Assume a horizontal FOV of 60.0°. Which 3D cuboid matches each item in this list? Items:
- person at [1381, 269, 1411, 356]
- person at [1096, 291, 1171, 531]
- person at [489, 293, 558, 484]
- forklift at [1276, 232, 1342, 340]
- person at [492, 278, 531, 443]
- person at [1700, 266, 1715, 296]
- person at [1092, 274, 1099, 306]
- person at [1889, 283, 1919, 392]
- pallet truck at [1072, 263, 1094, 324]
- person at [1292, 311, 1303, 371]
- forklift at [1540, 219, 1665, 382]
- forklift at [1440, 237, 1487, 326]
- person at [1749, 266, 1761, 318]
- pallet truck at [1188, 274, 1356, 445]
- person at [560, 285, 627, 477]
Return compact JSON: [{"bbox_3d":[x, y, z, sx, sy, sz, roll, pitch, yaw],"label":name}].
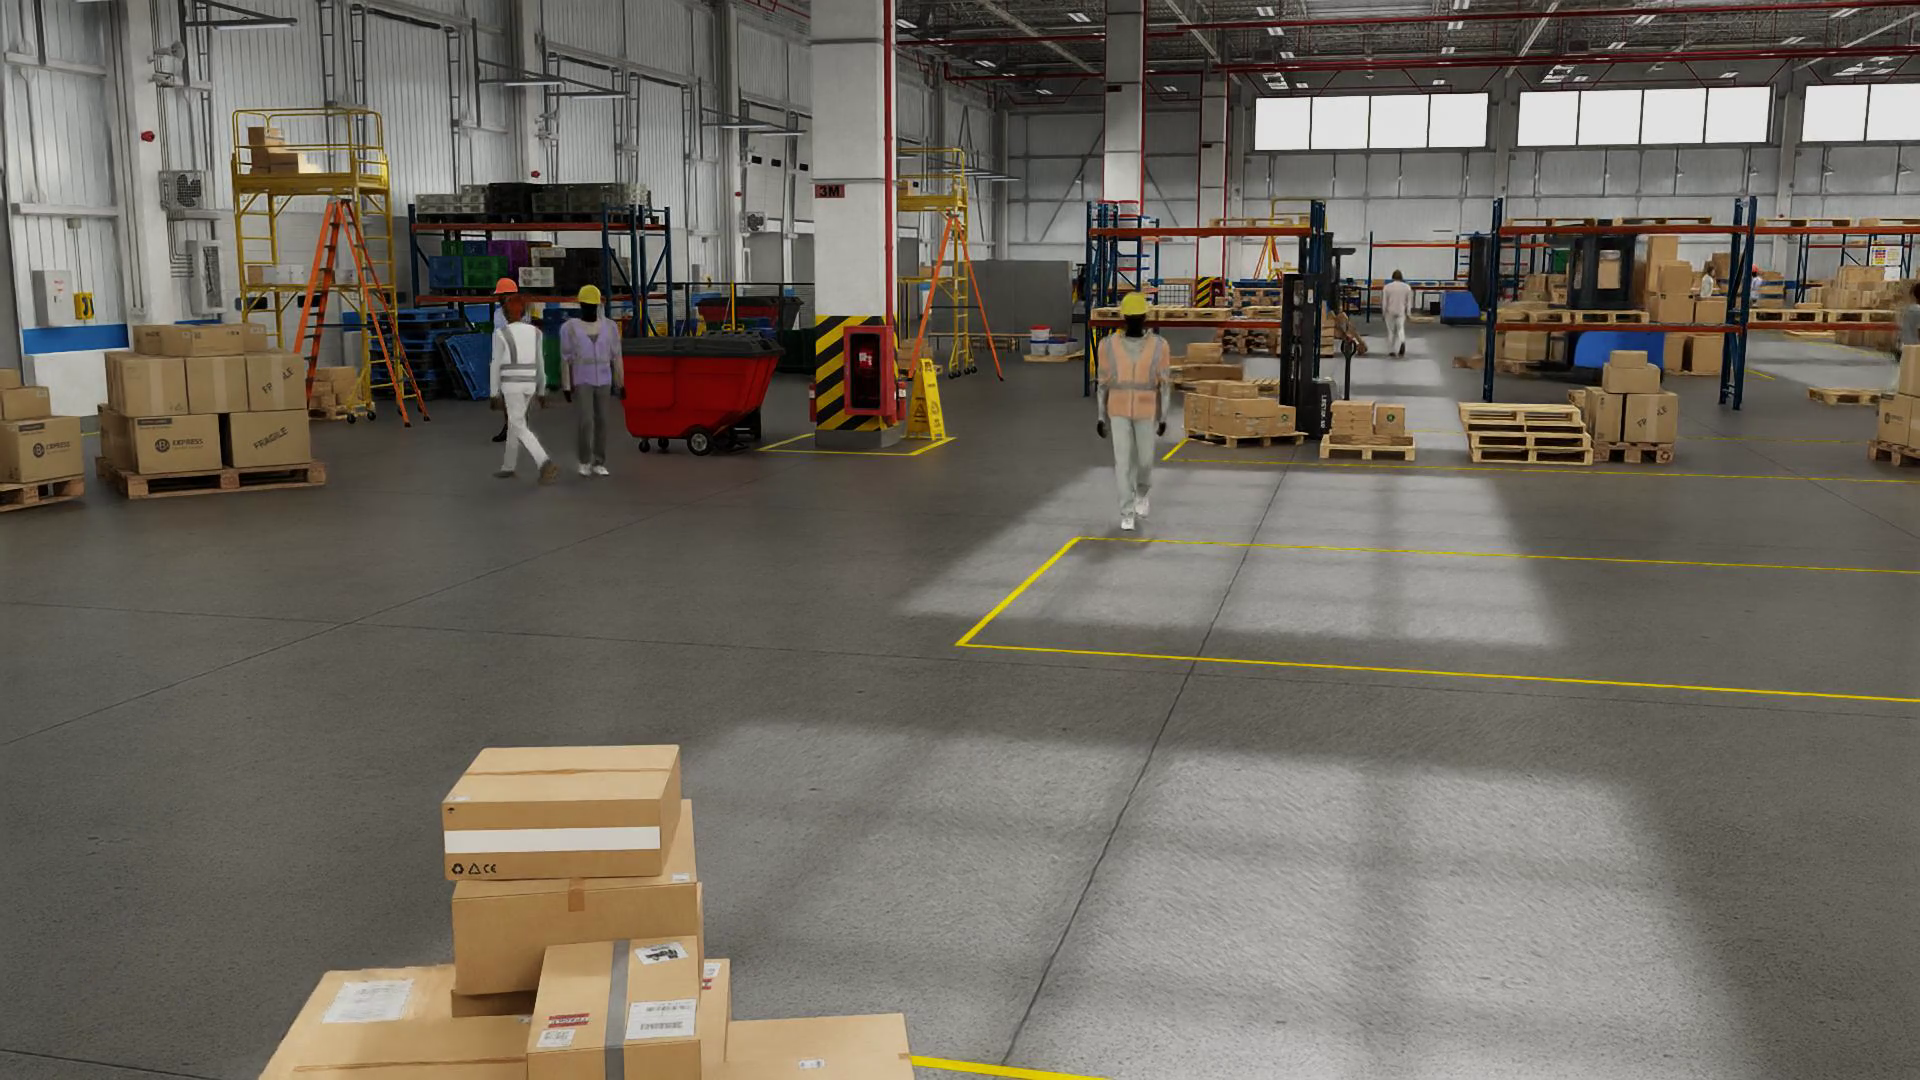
[{"bbox_3d":[9.601,-4.993,36.643,0.628,1.920,0.504,0,10,0],"label":"person"},{"bbox_3d":[1.389,-1.045,13.402,0.593,1.910,0.506,1,10,4],"label":"person"},{"bbox_3d":[-4.226,-1.458,16.085,0.946,1.852,0.597,6,12,33],"label":"person"},{"bbox_3d":[9.151,-6.565,43.059,1.873,2.768,1.129,-8,13,-40],"label":"forklift"},{"bbox_3d":[-5.297,-2.109,19.593,0.547,1.938,0.359,5,11,27],"label":"person"},{"bbox_3d":[22.814,-7.402,50.808,0.363,1.929,0.628,5,11,29],"label":"person"},{"bbox_3d":[4.311,-7.623,52.877,0.431,1.663,0.571,1,10,6],"label":"person"},{"bbox_3d":[13.023,-2.555,22.532,0.932,1.824,0.556,3,10,15],"label":"person"},{"bbox_3d":[4.325,-8.180,55.162,0.823,1.965,1.885,6,11,31],"label":"pallet truck"},{"bbox_3d":[6.606,-4.100,31.921,0.335,1.734,0.487,6,12,34],"label":"person"},{"bbox_3d":[11.137,-4.113,28.623,1.129,2.768,1.873,-3,10,-19],"label":"forklift"},{"bbox_3d":[16.202,-8.148,52.378,1.873,2.768,1.129,1,10,8],"label":"forklift"},{"bbox_3d":[24.619,-7.584,51.882,0.764,1.913,0.573,-2,10,-11],"label":"person"},{"bbox_3d":[3.653,-2.138,19.590,1.885,1.965,0.823,-4,10,-20],"label":"pallet truck"},{"bbox_3d":[-3.632,-1.567,16.504,0.599,1.909,0.530,-5,11,-29],"label":"person"}]
